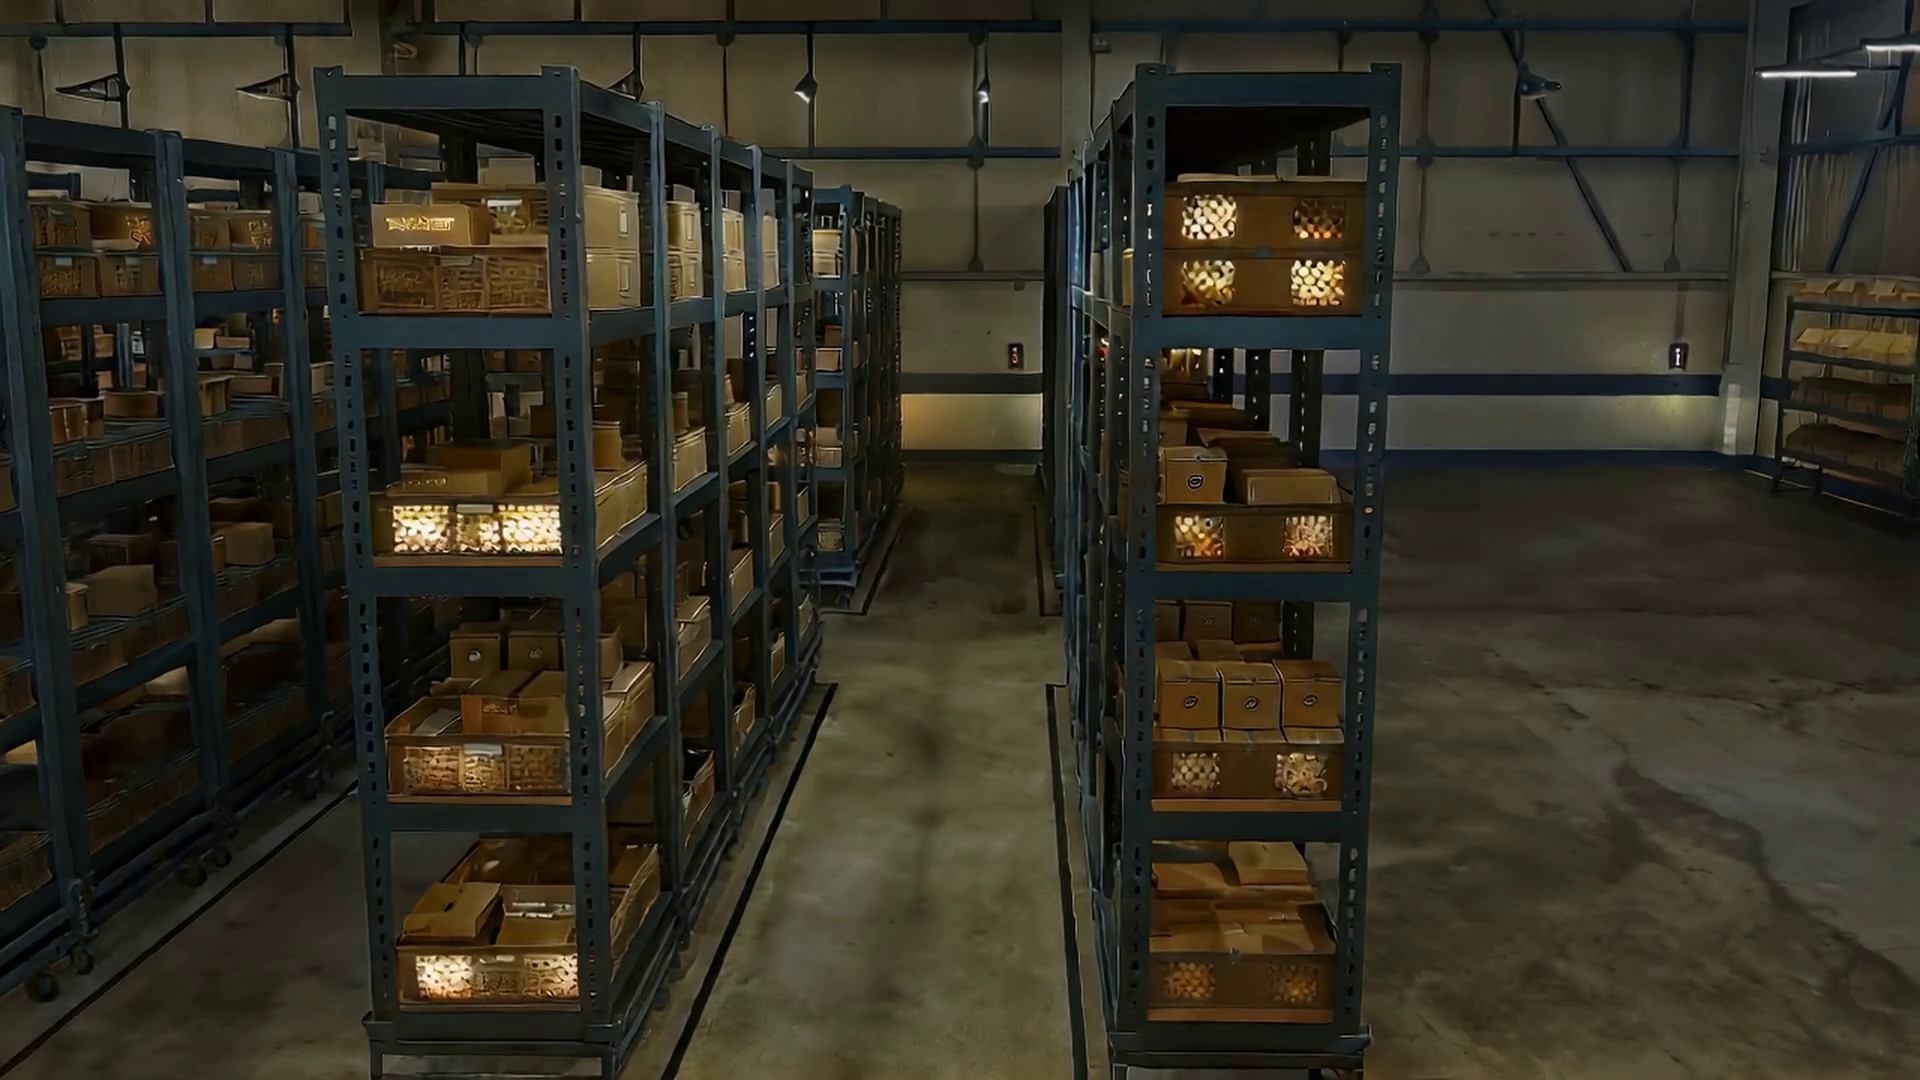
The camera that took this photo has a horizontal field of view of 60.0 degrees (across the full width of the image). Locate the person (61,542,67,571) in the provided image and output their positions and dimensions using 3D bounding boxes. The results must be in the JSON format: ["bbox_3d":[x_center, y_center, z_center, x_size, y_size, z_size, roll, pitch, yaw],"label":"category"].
[{"bbox_3d":[-7.884,-0.296,14.178,0.389,1.846,0.567,3,10,19],"label":"person"}]
